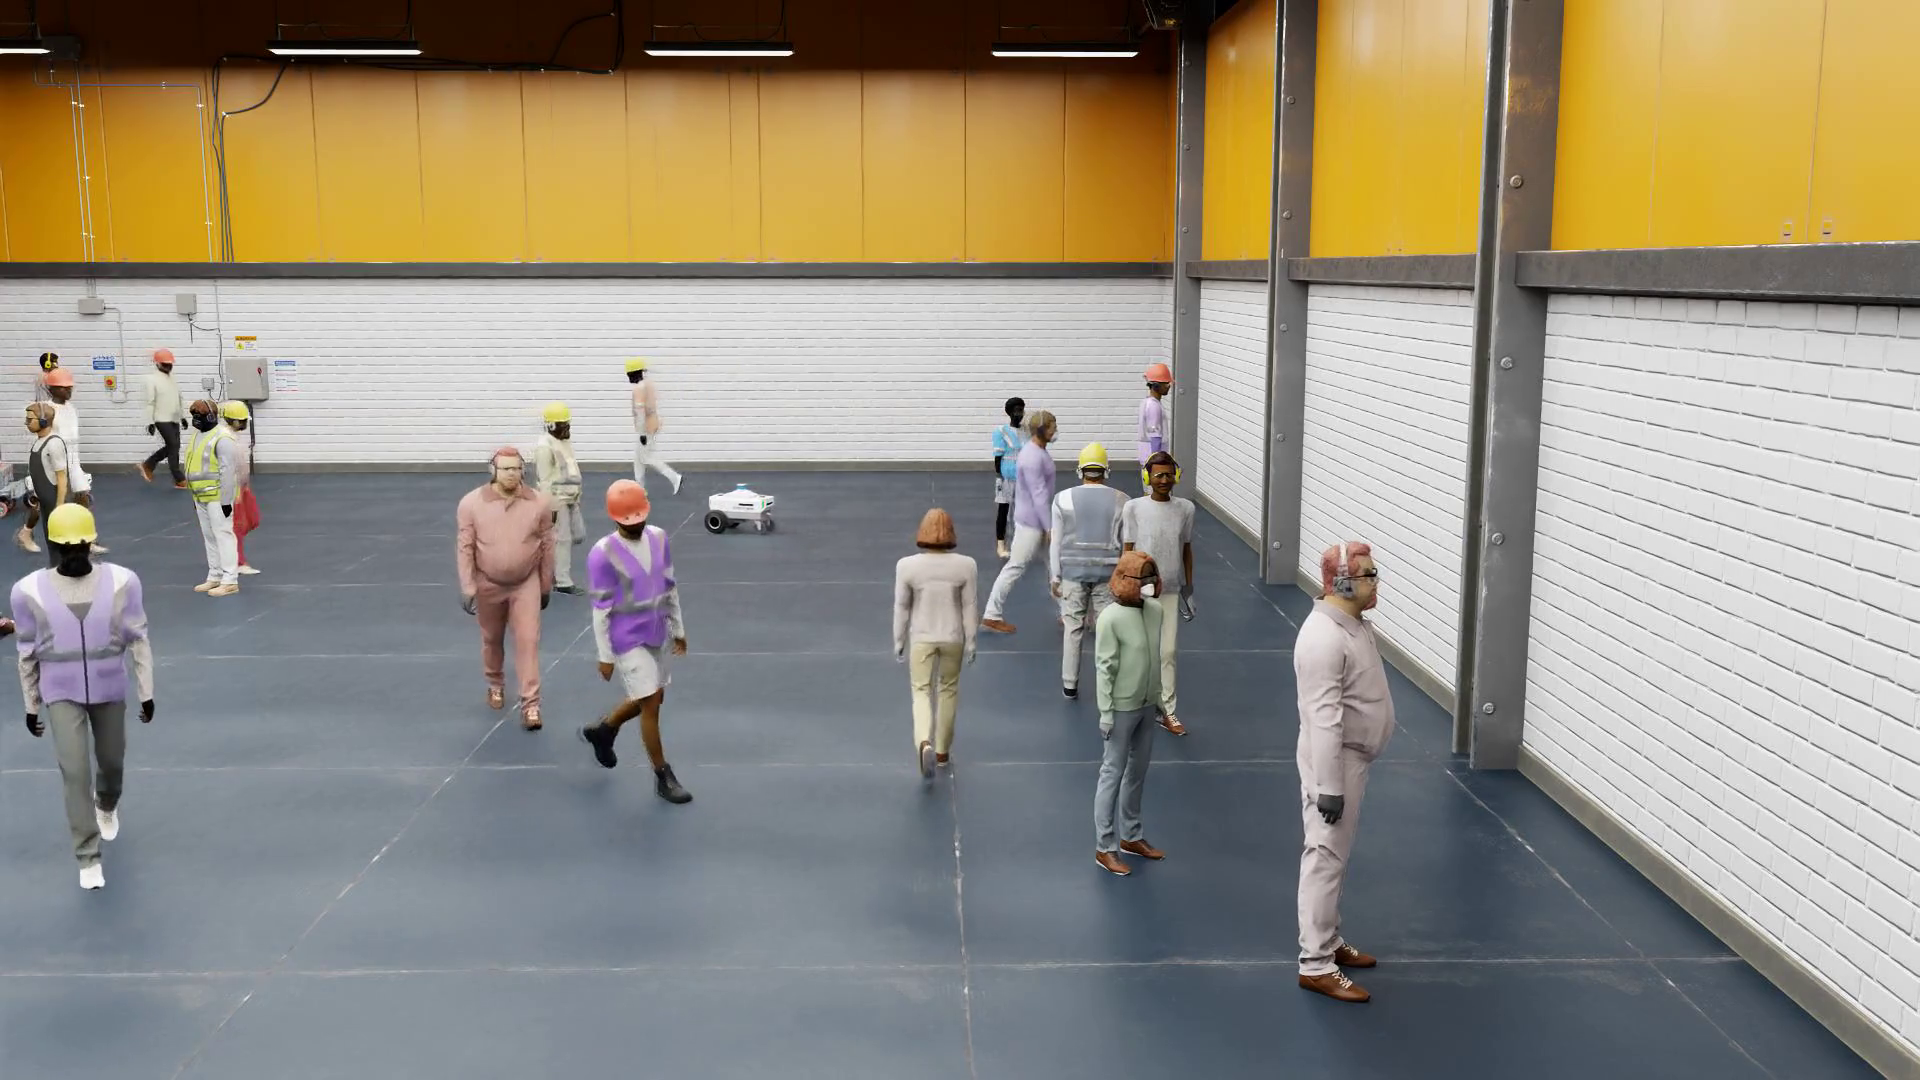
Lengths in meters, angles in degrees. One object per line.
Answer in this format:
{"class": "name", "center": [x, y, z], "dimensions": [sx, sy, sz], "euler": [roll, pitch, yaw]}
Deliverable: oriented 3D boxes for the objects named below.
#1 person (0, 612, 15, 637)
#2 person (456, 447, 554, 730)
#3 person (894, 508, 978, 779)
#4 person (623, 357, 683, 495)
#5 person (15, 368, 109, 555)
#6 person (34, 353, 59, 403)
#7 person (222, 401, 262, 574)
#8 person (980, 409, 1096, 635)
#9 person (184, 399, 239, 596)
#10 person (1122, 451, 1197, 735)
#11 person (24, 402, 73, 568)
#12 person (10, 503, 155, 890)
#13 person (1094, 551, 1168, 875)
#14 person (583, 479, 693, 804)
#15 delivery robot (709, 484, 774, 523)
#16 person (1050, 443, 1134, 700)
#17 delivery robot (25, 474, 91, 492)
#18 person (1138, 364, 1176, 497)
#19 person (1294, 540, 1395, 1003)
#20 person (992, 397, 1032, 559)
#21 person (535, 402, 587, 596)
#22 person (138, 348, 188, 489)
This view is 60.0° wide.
{"class": "person", "center": [-8.136, -0.080, 13.459], "dimensions": [0.646, 1.865, 0.944], "euler": [4, 10, 23]}
{"class": "person", "center": [-3.048, 0.297, 11.204], "dimensions": [0.638, 1.867, 1.009], "euler": [-3, 10, -17]}
{"class": "person", "center": [-0.142, 0.618, 9.952], "dimensions": [0.503, 1.614, 0.673], "euler": [0, 9, -3]}
{"class": "person", "center": [-4.096, -1.491, 22.044], "dimensions": [0.778, 1.893, 0.627], "euler": [0, 9, -2]}
{"class": "person", "center": [-9.583, -0.824, 17.619], "dimensions": [1.002, 2.011, 0.627], "euler": [2, 10, 14]}
{"class": "person", "center": [-12.764, -1.693, 23.354], "dimensions": [0.521, 1.865, 0.336], "euler": [7, 12, 37]}
{"class": "person", "center": [-7.178, -0.512, 16.496], "dimensions": [0.415, 1.741, 0.525], "euler": [0, 9, -1]}
{"class": "person", "center": [0.649, -0.134, 13.728], "dimensions": [1.023, 1.891, 0.632], "euler": [2, 10, 14]}
{"class": "person", "center": [-6.974, -0.398, 15.515], "dimensions": [0.624, 1.837, 0.429], "euler": [8, 12, 40]}
{"class": "person", "center": [1.291, 0.349, 10.806], "dimensions": [0.513, 1.872, 0.328], "euler": [-2, 9, -13]}
{"class": "person", "center": [-8.191, -0.320, 14.984], "dimensions": [0.351, 1.846, 0.507], "euler": [-9, 13, -43]}
{"class": "person", "center": [-4.428, 0.731, 8.423], "dimensions": [0.594, 1.900, 0.871], "euler": [-6, 11, -33]}
{"class": "person", "center": [0.871, 0.856, 8.420], "dimensions": [0.265, 1.632, 0.508], "euler": [8, 12, 42]}
{"class": "person", "center": [-1.915, 0.553, 9.537], "dimensions": [0.834, 1.884, 0.626], "euler": [6, 11, 32]}
{"class": "delivery robot", "center": [-2.516, -0.404, 19.160], "dimensions": [0.707, 0.478, 0.477], "euler": [2, 9, 15]}
{"class": "person", "center": [0.925, 0.229, 11.703], "dimensions": [0.586, 1.824, 0.404], "euler": [0, 9, 0]}
{"class": "delivery robot", "center": [-11.420, -0.717, 21.080], "dimensions": [0.707, 0.478, 0.477], "euler": [-3, 10, -16]}
{"class": "person", "center": [2.074, -0.836, 17.544], "dimensions": [0.378, 2.041, 0.616], "euler": [0, 9, -1]}
{"class": "person", "center": [1.611, 0.950, 6.998], "dimensions": [0.409, 1.913, 0.646], "euler": [3, 10, 19]}
{"class": "person", "center": [0.576, -0.658, 17.511], "dimensions": [0.532, 1.696, 0.319], "euler": [-7, 11, -35]}
{"class": "person", "center": [-3.722, -0.379, 15.430], "dimensions": [0.449, 1.817, 0.615], "euler": [1, 9, 6]}
{"class": "person", "center": [-11.024, -1.677, 22.954], "dimensions": [0.805, 1.960, 0.633], "euler": [2, 9, 10]}
